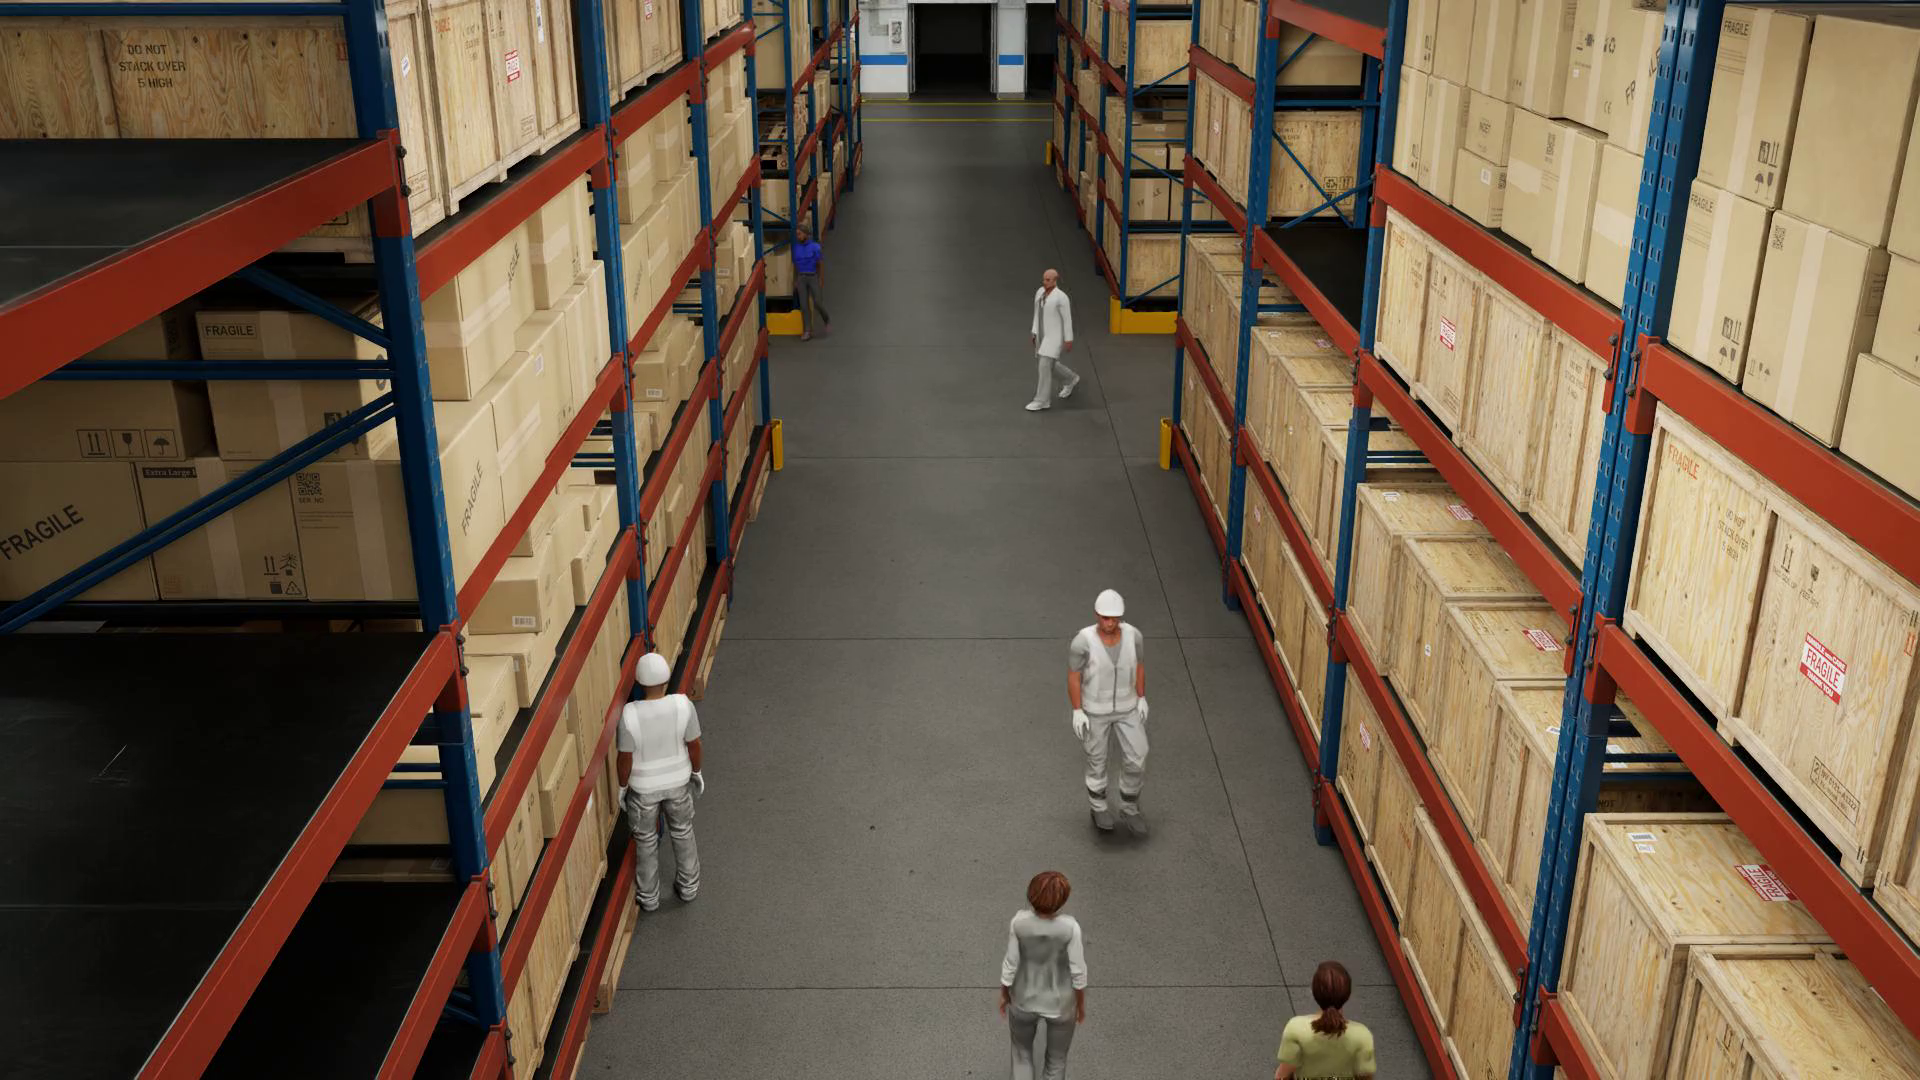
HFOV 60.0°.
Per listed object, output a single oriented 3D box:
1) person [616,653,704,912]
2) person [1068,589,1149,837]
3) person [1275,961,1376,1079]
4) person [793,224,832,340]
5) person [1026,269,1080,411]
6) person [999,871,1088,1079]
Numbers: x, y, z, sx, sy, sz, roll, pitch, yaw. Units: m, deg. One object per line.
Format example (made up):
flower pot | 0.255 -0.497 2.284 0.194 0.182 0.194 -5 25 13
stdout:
person | -1.930 1.523 10.622 0.555 1.789 0.392 -9 23 -23
person | 1.040 1.183 11.421 0.596 1.784 0.421 -4 22 -9
person | 1.704 2.691 7.797 0.463 1.670 0.552 6 22 15
person | -2.170 -3.773 24.187 0.485 1.652 0.584 7 23 18
person | 1.187 -2.572 21.047 0.977 1.755 0.577 -14 25 -31
person | 0.426 2.418 8.612 0.460 1.616 0.374 4 22 9
